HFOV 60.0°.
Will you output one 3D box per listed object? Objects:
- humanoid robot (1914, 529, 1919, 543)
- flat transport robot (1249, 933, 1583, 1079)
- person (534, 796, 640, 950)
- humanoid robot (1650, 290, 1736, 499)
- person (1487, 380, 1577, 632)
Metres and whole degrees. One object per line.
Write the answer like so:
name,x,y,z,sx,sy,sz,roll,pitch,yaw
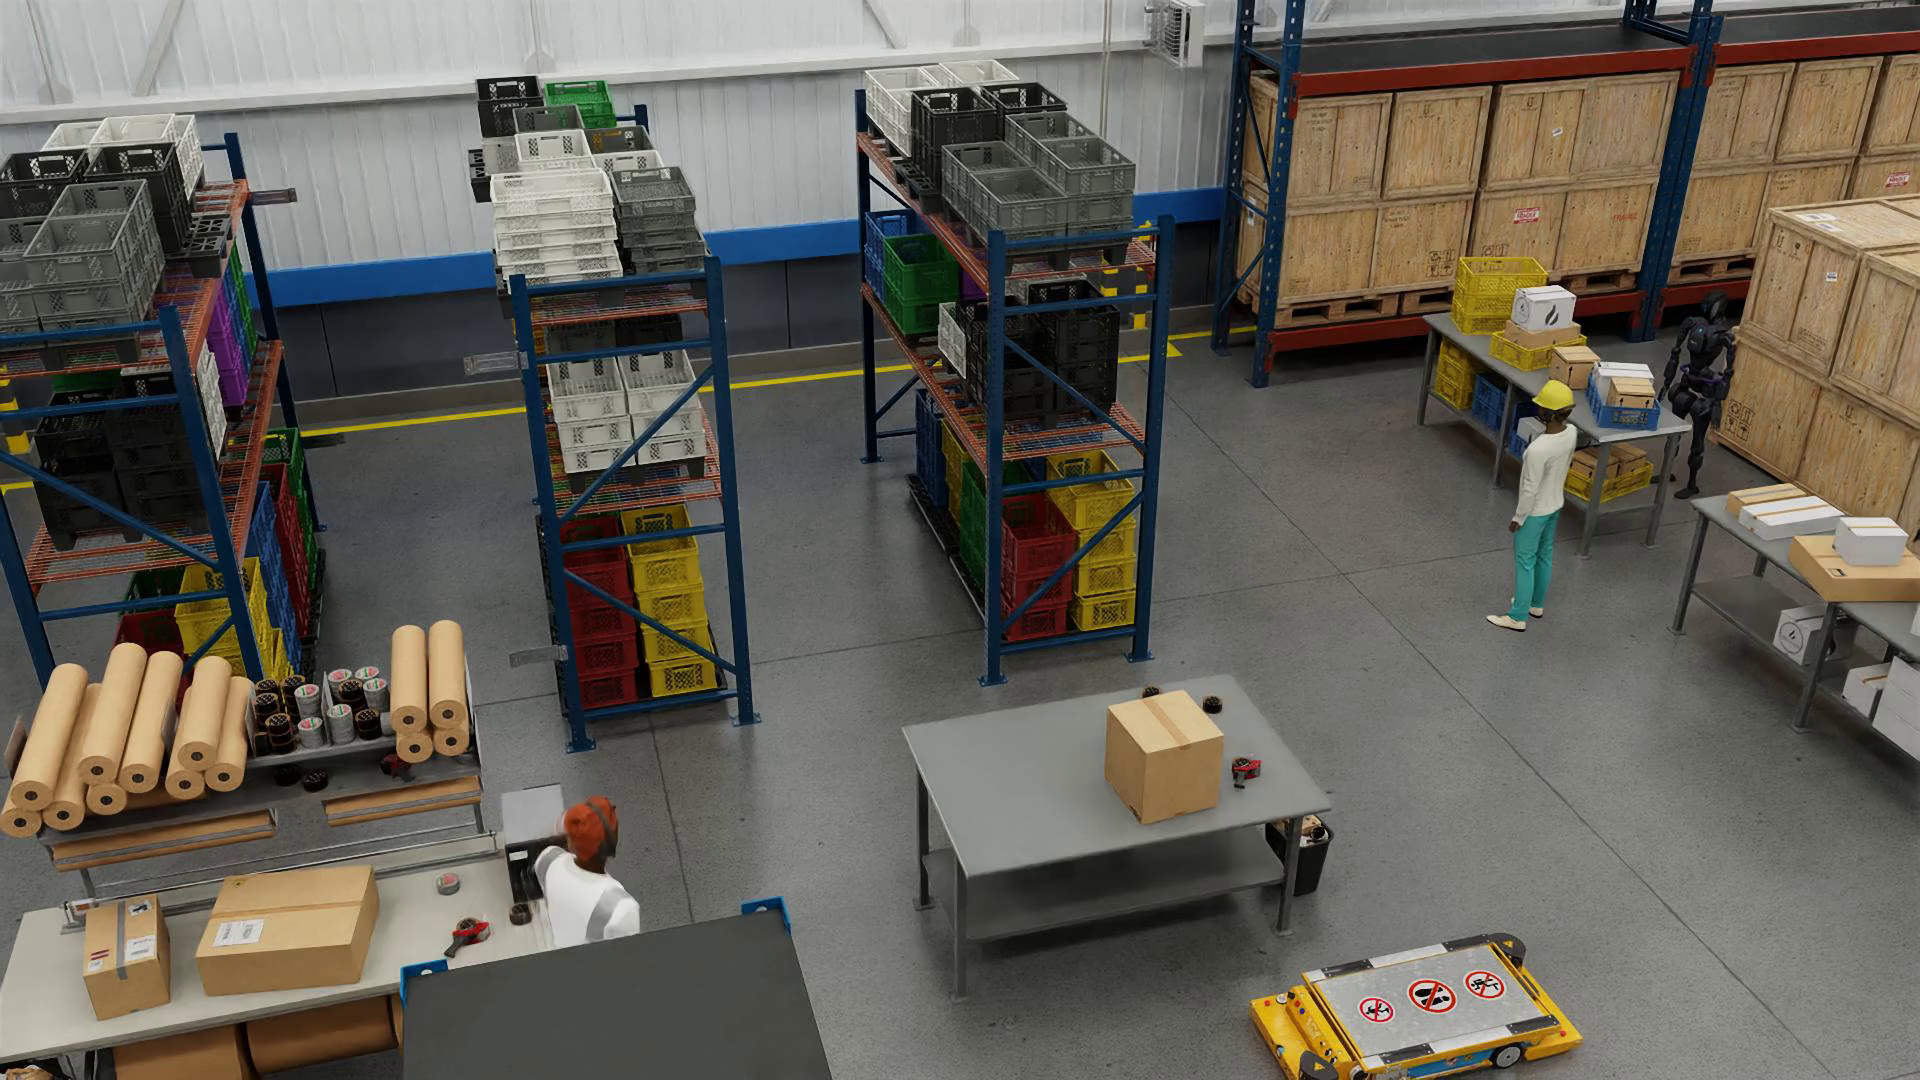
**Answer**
humanoid robot,6.489,-0.039,10.755,0.327,1.657,0.590,-11,31,-20
flat transport robot,2.184,2.282,7.980,1.431,0.197,0.652,-8,30,-14
person,-1.548,1.903,7.040,0.589,1.867,0.615,19,34,31
humanoid robot,5.629,-1.125,12.733,0.309,1.656,0.616,-13,31,-22
person,3.812,-0.226,11.017,0.532,1.767,0.310,-25,37,-37
